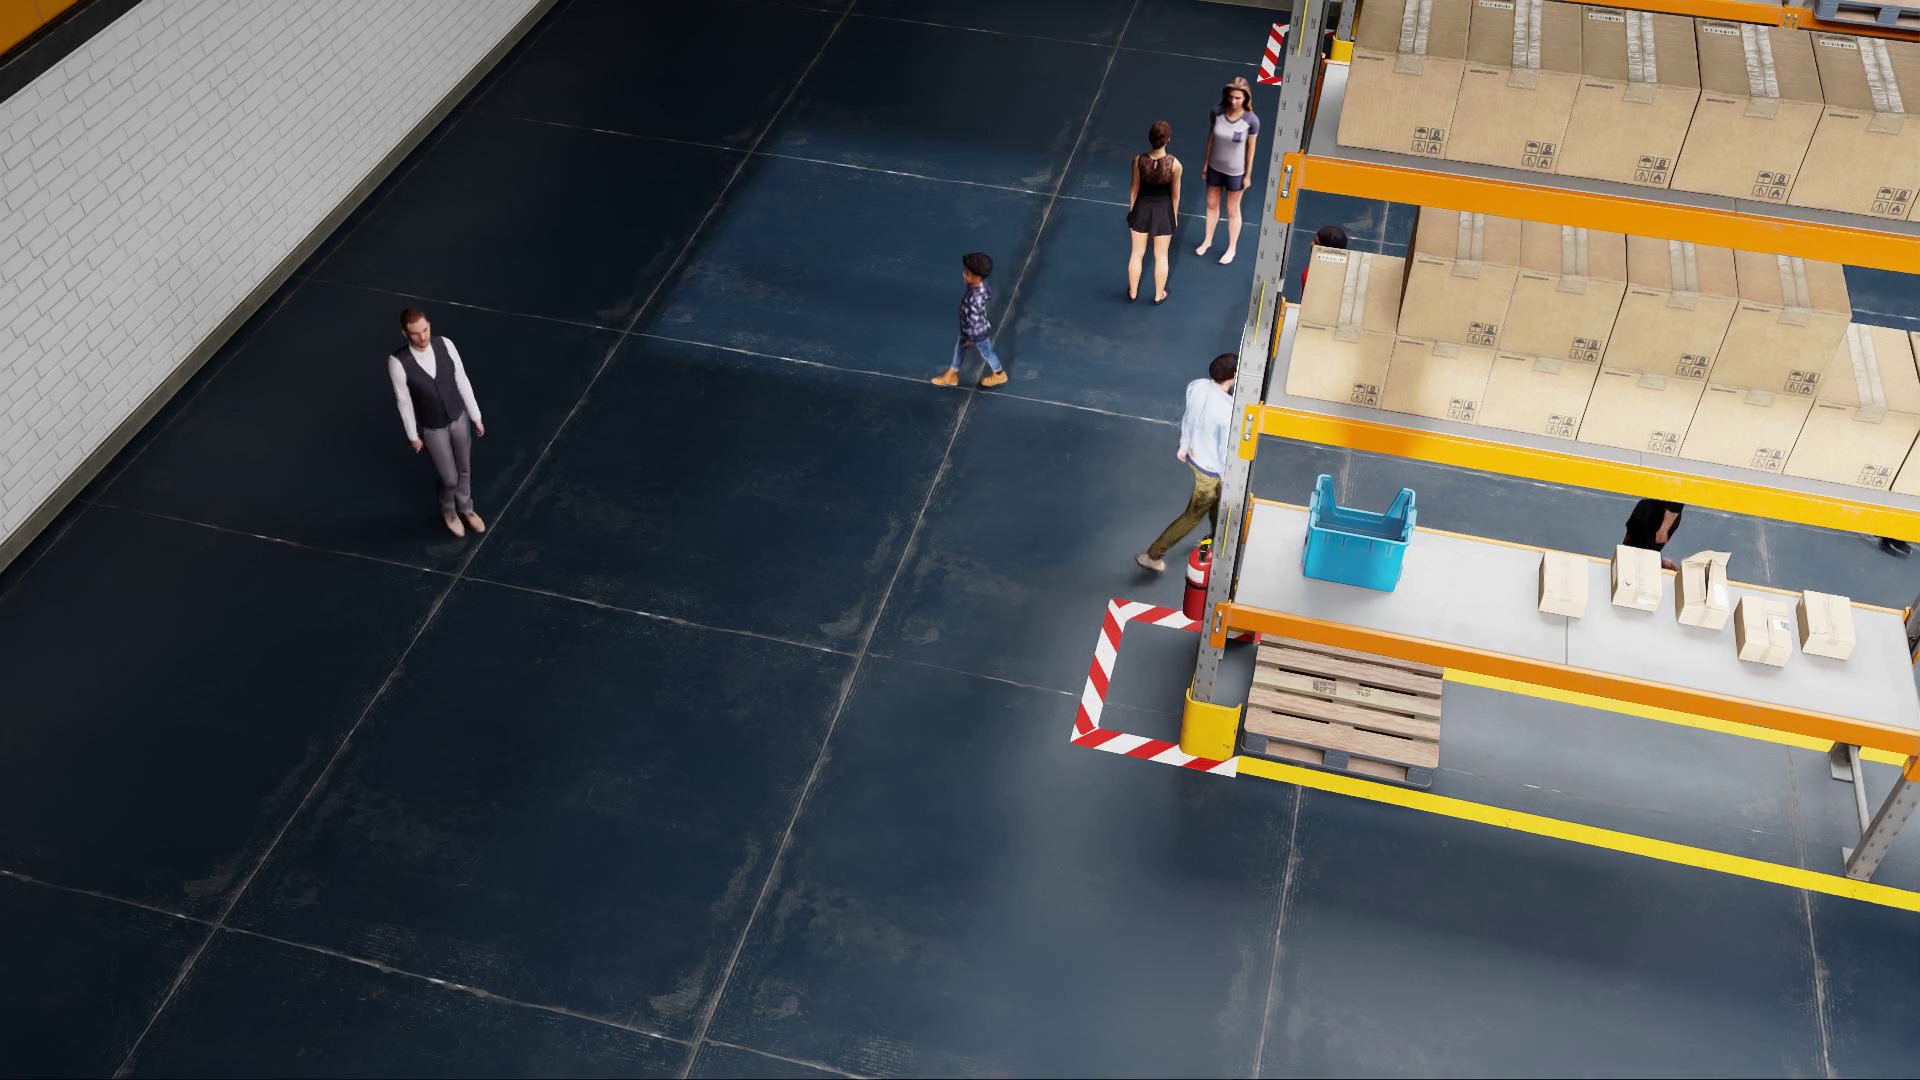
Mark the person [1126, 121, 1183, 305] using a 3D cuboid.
[{"bbox_3d":[1.585,-2.695,13.707,0.492,1.675,0.633,9,44,10],"label":"person"}]

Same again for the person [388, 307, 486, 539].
[{"bbox_3d":[-3.662,-0.872,11.613,0.765,1.923,0.780,-32,52,-29],"label":"person"}]

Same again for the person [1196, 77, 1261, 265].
[{"bbox_3d":[2.289,-3.167,14.164,0.592,1.728,0.719,26,49,25],"label":"person"}]

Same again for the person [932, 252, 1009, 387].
[{"bbox_3d":[0.168,-1.682,12.970,0.904,1.224,0.717,-6,44,-7],"label":"person"}]

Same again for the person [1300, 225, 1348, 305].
[{"bbox_3d":[2.662,-1.605,12.513,0.551,1.744,0.610,3,44,3],"label":"person"}]

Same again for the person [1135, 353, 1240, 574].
[{"bbox_3d":[1.620,-0.484,11.315,1.272,1.773,1.143,-16,46,-16],"label":"person"}]
